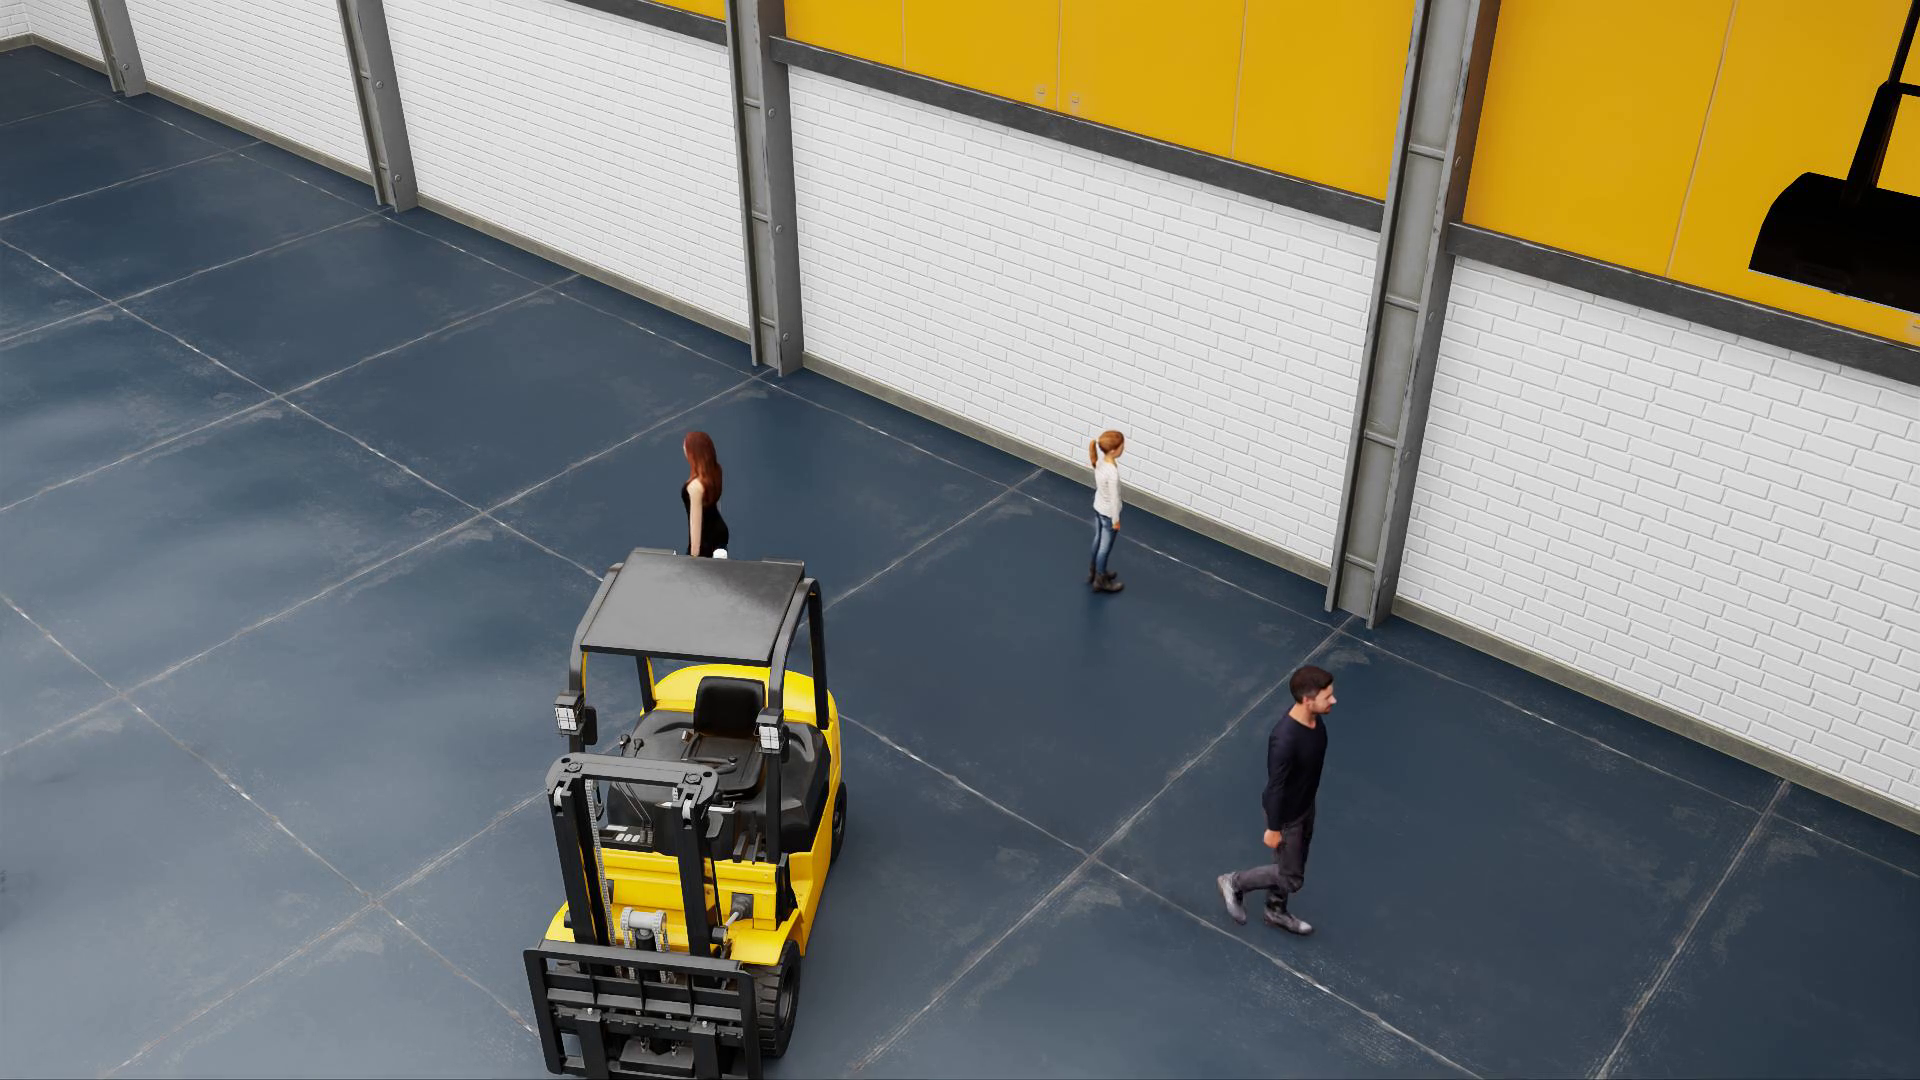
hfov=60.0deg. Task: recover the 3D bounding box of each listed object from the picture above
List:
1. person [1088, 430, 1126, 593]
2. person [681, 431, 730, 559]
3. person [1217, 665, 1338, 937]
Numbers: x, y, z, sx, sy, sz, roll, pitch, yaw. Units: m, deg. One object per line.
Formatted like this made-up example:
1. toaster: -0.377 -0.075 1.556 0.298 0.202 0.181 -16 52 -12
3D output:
1. person: 1.057 -0.209 12.075 0.628 1.313 0.563 -7 34 -10
2. person: -1.654 0.018 11.379 1.097 1.706 0.853 9 35 13
3. person: 1.722 1.440 9.106 0.830 1.854 0.708 19 38 27
